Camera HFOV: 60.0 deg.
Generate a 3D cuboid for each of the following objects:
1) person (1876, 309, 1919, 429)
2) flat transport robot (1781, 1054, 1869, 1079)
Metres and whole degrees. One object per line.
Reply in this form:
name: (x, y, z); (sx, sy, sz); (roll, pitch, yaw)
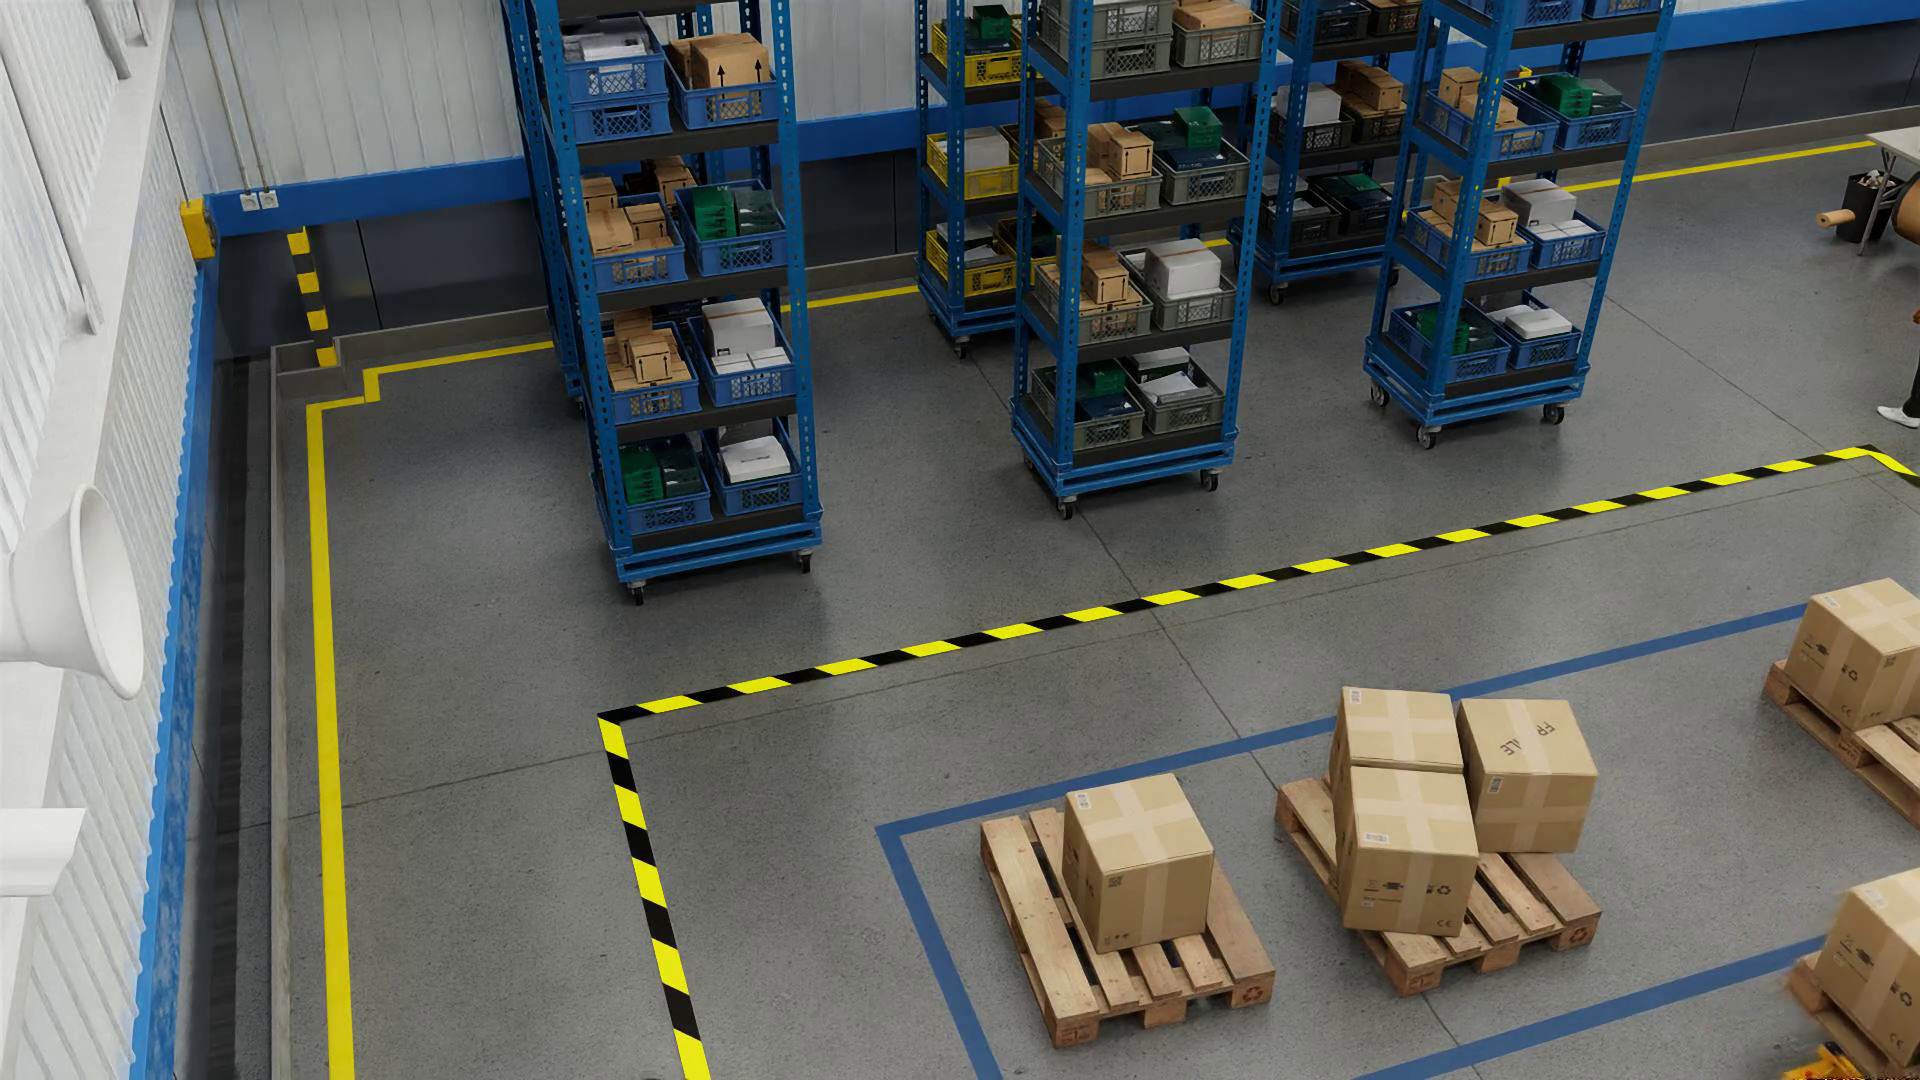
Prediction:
person: (6.556, -1.596, 10.944); (0.588, 1.853, 0.371); (-13, 37, -18)
flat transport robot: (4.219, 2.240, 6.856); (1.431, 0.197, 0.652); (-11, 37, -15)
